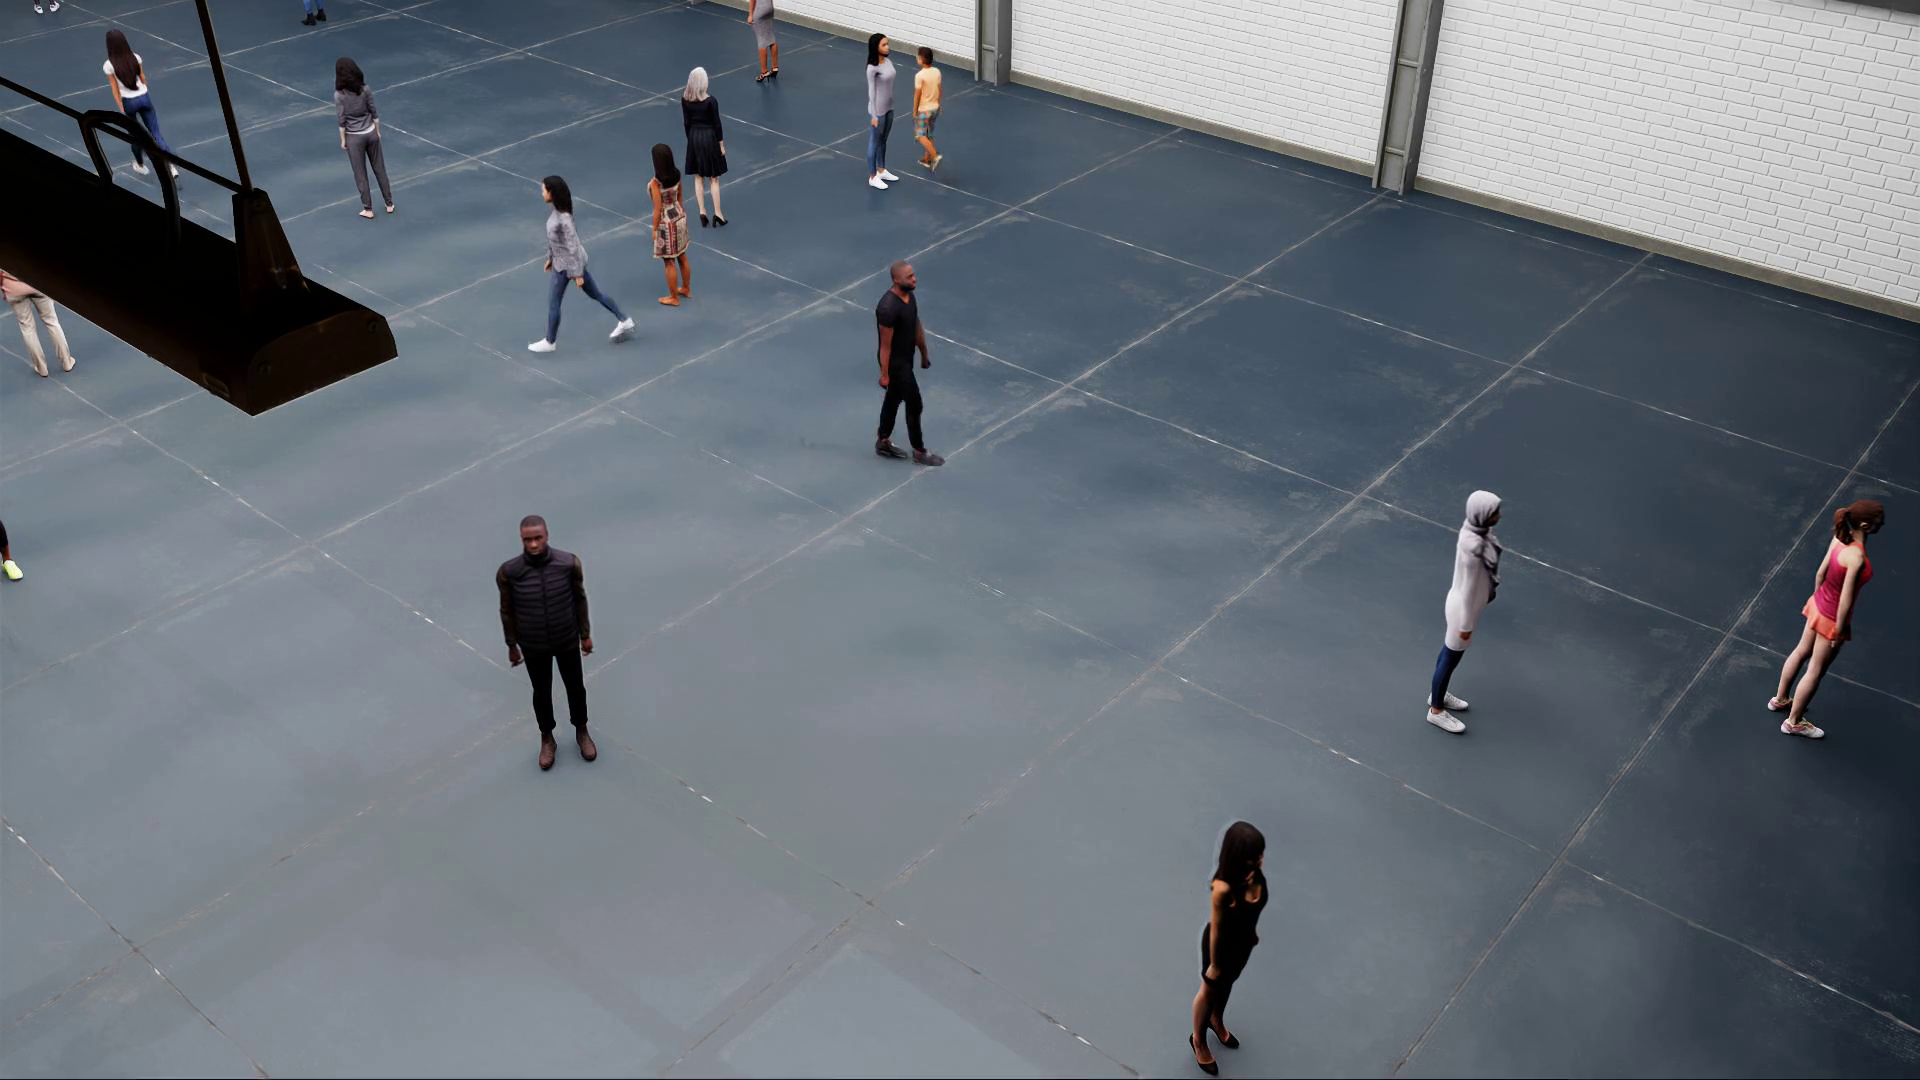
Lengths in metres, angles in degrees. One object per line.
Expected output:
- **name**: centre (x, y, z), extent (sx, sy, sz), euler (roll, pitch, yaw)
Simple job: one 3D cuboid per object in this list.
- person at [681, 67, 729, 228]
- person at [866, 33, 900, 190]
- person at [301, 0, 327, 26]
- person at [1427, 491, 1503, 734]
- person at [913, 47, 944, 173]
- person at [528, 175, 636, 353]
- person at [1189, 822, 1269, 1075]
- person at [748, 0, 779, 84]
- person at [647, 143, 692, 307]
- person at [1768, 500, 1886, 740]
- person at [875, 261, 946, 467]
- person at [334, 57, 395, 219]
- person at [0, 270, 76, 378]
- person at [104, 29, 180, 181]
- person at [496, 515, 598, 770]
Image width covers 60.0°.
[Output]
- **person**: centre (-2.760, -4.245, 17.979), extent (0.644, 1.746, 0.751), euler (8, 34, 12)
- **person**: centre (-0.919, -4.918, 19.002), extent (0.601, 1.735, 0.656), euler (16, 37, 22)
- **person**: centre (-9.626, -8.403, 24.341), extent (0.619, 1.629, 0.655), euler (13, 36, 19)
- **person**: centre (3.297, 0.448, 10.893), extent (0.629, 1.776, 0.669), euler (13, 36, 18)
- **person**: centre (-0.343, -4.988, 19.368), extent (0.590, 1.447, 0.795), euler (-27, 42, -34)
- **person**: centre (-3.535, -2.567, 15.515), extent (1.144, 1.681, 1.236), euler (-10, 35, -15)
- **person**: centre (1.380, 2.071, 8.566), extent (0.488, 1.648, 0.569), euler (26, 41, 33)
- **person**: centre (-2.614, -6.989, 22.077), extent (0.497, 1.781, 0.574), euler (25, 41, 33)
- **person**: centre (-2.858, -3.115, 16.371), extent (0.597, 1.645, 0.690), euler (17, 37, 24)
- **person**: centre (5.678, 0.487, 10.856), extent (0.689, 1.752, 0.653), euler (3, 34, 4)
- **person**: centre (-0.588, -1.476, 13.765), extent (1.005, 1.800, 0.861), euler (11, 35, 17)
- **person**: centre (-6.549, -4.407, 18.207), extent (0.639, 1.765, 0.584), euler (-23, 40, -30)
- **person**: centre (-8.488, -2.312, 15.092), extent (0.666, 1.724, 0.631), euler (-18, 38, -25)
- **person**: centre (-9.353, -4.924, 19.010), extent (1.132, 1.736, 0.647), euler (29, 43, 36)
- **person**: centre (-2.604, 0.630, 10.564), extent (0.777, 1.836, 0.775), euler (-10, 35, -15)
